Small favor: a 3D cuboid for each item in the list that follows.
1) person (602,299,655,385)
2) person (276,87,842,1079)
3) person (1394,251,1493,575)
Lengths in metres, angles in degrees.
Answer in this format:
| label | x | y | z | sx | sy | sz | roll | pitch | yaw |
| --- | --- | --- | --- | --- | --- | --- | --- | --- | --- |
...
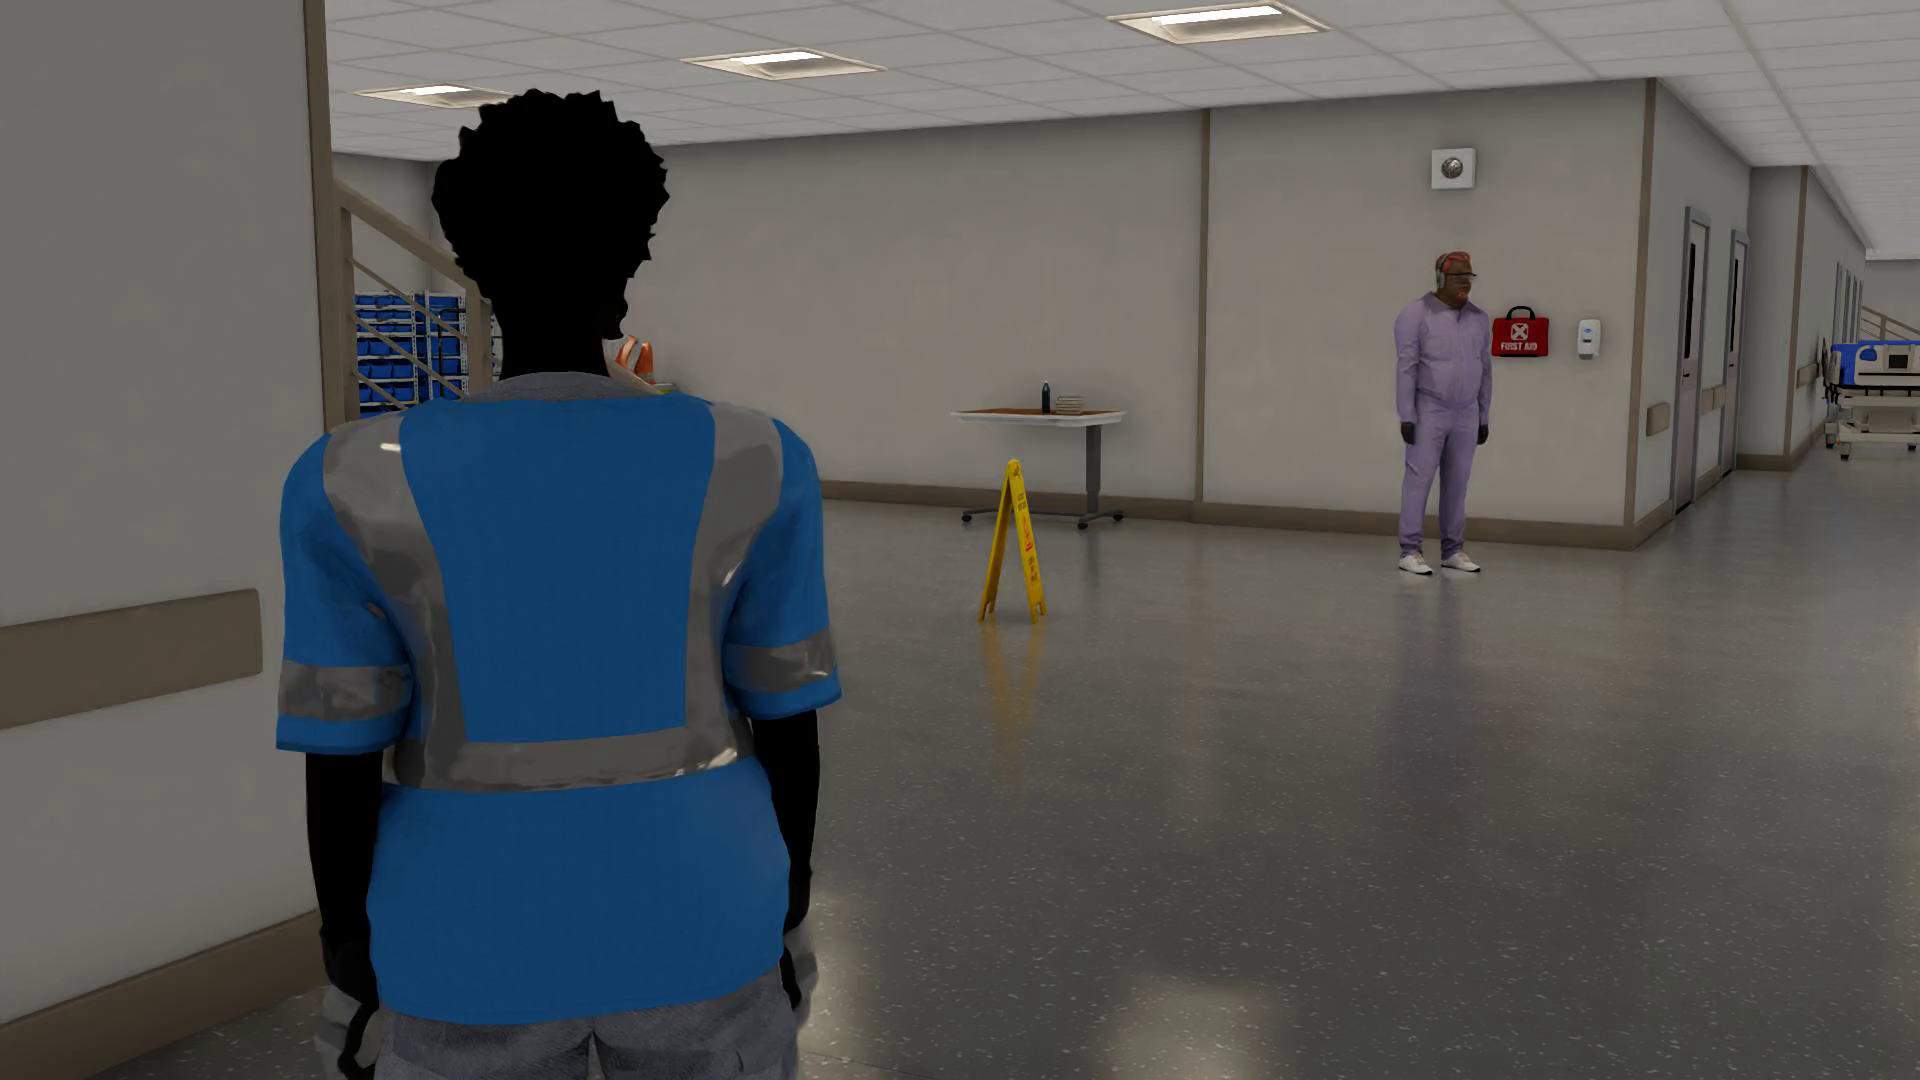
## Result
| label | x | y | z | sx | sy | sz | roll | pitch | yaw |
| --- | --- | --- | --- | --- | --- | --- | --- | --- | --- |
| person | -2.227 | -0.757 | 10.696 | 0.535 | 1.697 | 0.318 | 0 | 7 | -4 |
| person | -0.380 | 0.416 | 1.664 | 0.535 | 1.697 | 0.322 | -2 | 8 | -16 |
| person | 2.876 | -0.743 | 9.831 | 0.645 | 1.901 | 0.400 | -3 | 8 | -19 |
